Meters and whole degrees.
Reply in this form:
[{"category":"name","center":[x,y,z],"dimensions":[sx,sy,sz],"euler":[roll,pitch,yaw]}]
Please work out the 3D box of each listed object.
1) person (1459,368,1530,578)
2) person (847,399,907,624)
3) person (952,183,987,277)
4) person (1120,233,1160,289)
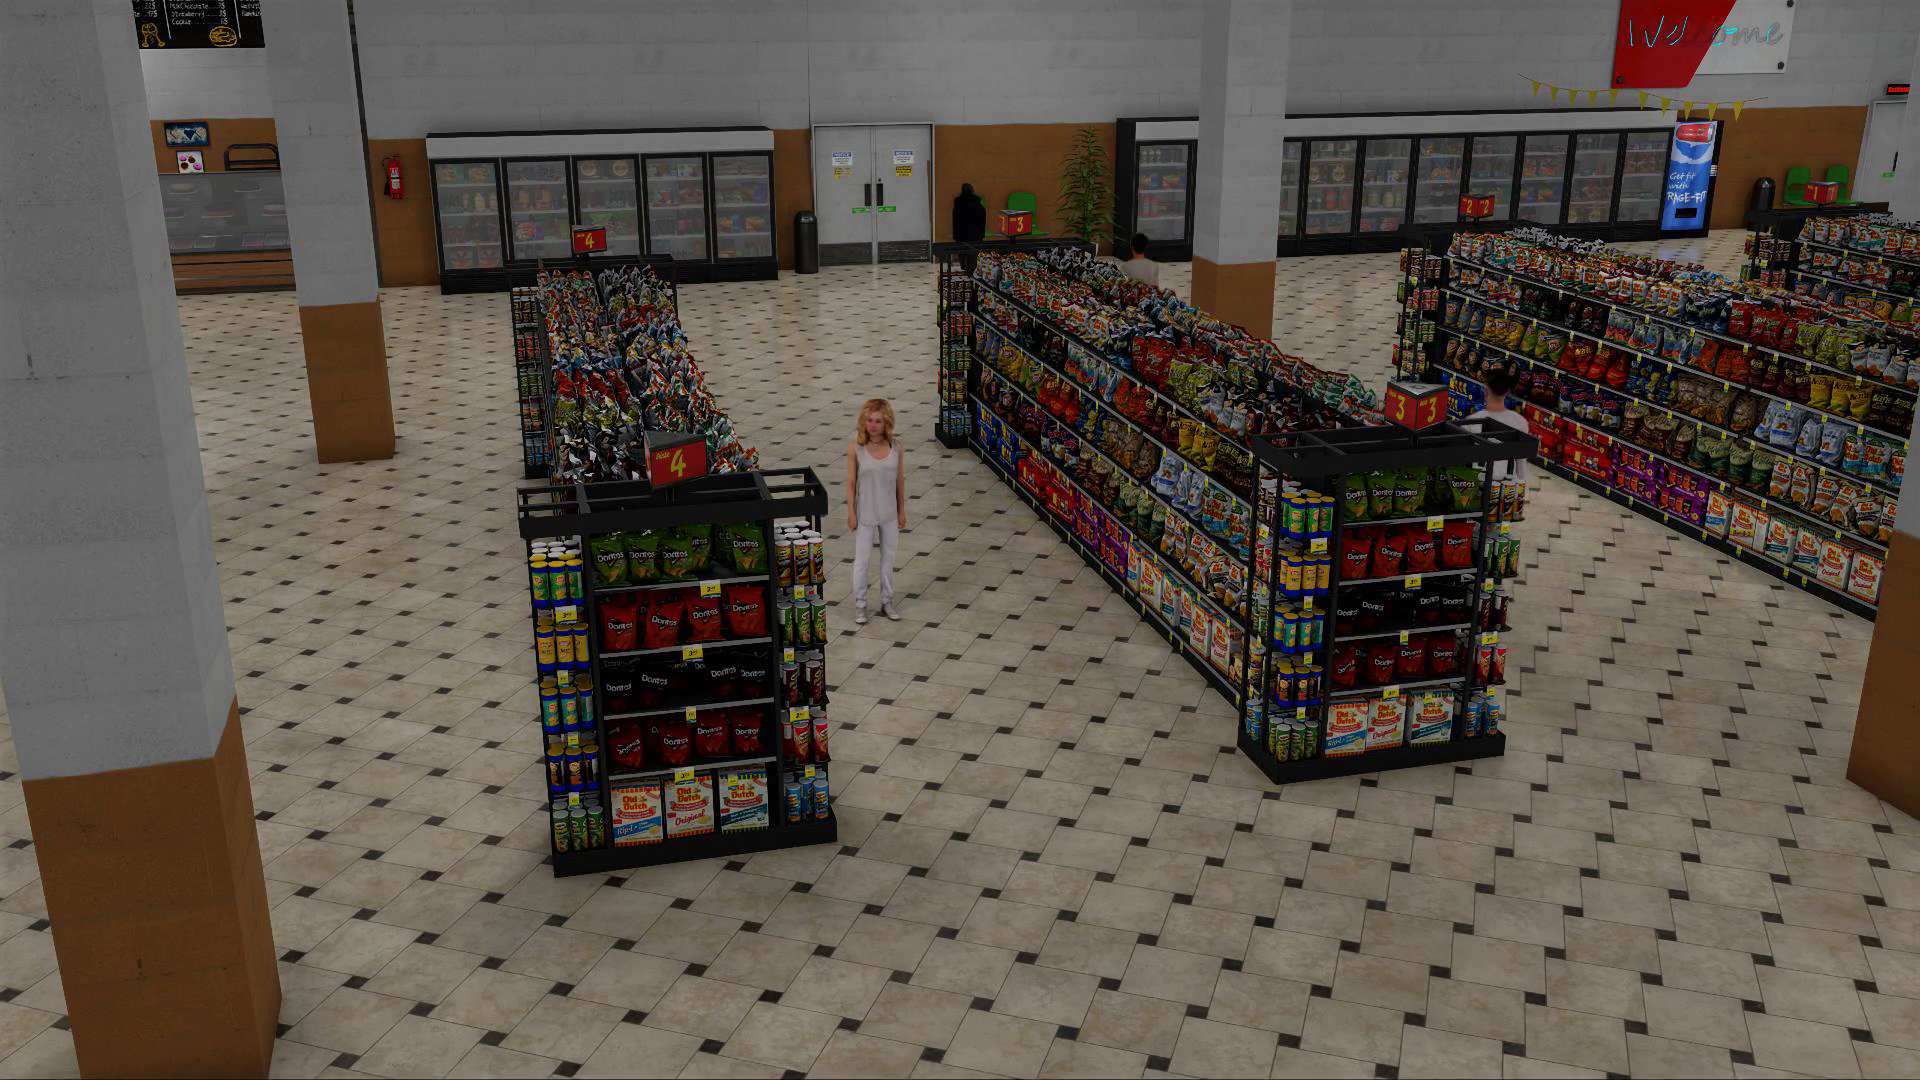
[{"category":"person","center":[3.887,-0.312,12.192],"dimensions":[0.800,1.793,1.196],"euler":[-1,19,-4]},{"category":"person","center":[-0.608,-0.226,12.124],"dimensions":[0.578,1.672,0.532],"euler":[-5,19,-15]},{"category":"person","center":[0.129,-4.439,24.619],"dimensions":[0.662,1.673,0.627],"euler":[-4,19,-13]},{"category":"person","center":[2.041,-2.533,18.801],"dimensions":[0.668,1.779,1.111],"euler":[-4,19,-13]}]
